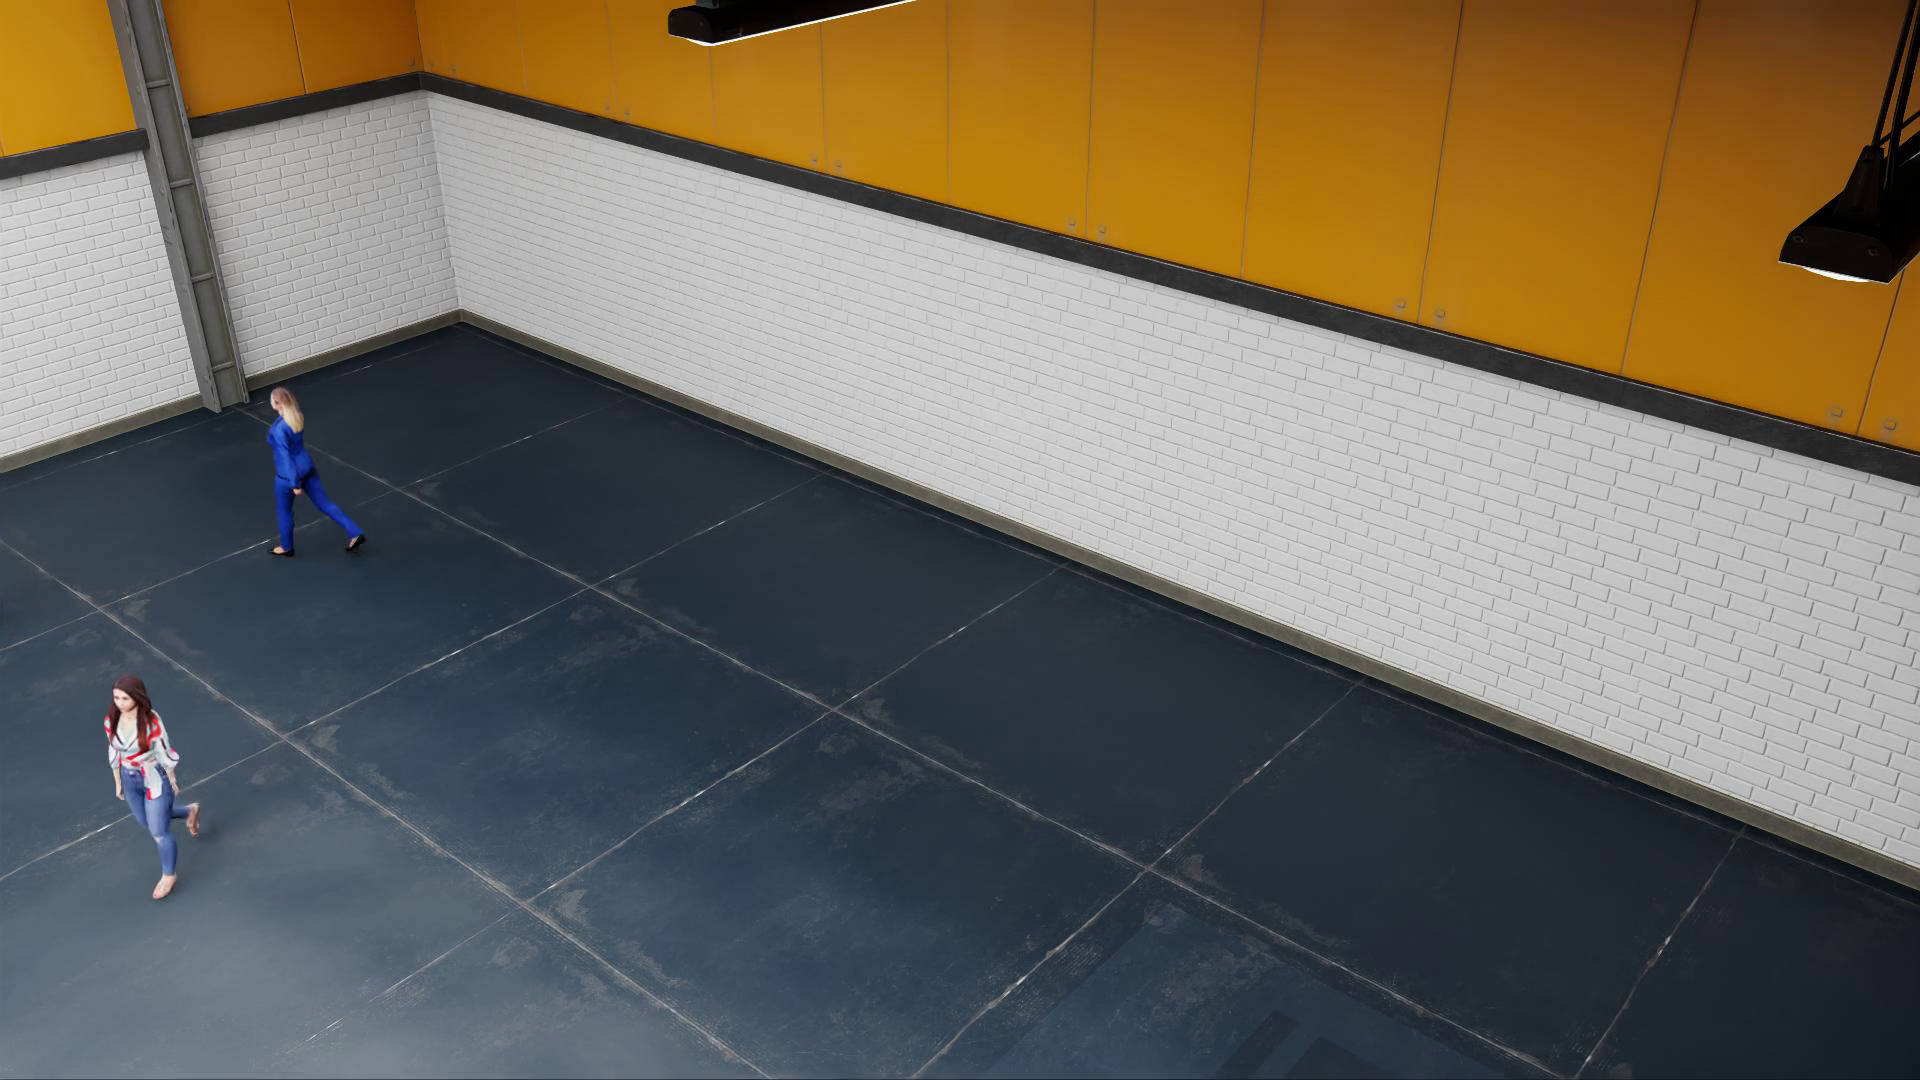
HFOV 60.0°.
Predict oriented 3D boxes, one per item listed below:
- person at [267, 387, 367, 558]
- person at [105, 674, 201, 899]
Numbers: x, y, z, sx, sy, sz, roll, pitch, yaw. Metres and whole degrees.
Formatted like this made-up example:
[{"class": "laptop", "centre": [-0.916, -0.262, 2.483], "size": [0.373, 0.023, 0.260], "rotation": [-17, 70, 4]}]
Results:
[{"class": "person", "centre": [-5.836, -0.574, 14.918], "size": [1.088, 1.663, 1.167], "rotation": [4, 29, 7]}, {"class": "person", "centre": [-5.364, 1.559, 11.078], "size": [0.847, 1.597, 1.019], "rotation": [5, 29, 10]}]
